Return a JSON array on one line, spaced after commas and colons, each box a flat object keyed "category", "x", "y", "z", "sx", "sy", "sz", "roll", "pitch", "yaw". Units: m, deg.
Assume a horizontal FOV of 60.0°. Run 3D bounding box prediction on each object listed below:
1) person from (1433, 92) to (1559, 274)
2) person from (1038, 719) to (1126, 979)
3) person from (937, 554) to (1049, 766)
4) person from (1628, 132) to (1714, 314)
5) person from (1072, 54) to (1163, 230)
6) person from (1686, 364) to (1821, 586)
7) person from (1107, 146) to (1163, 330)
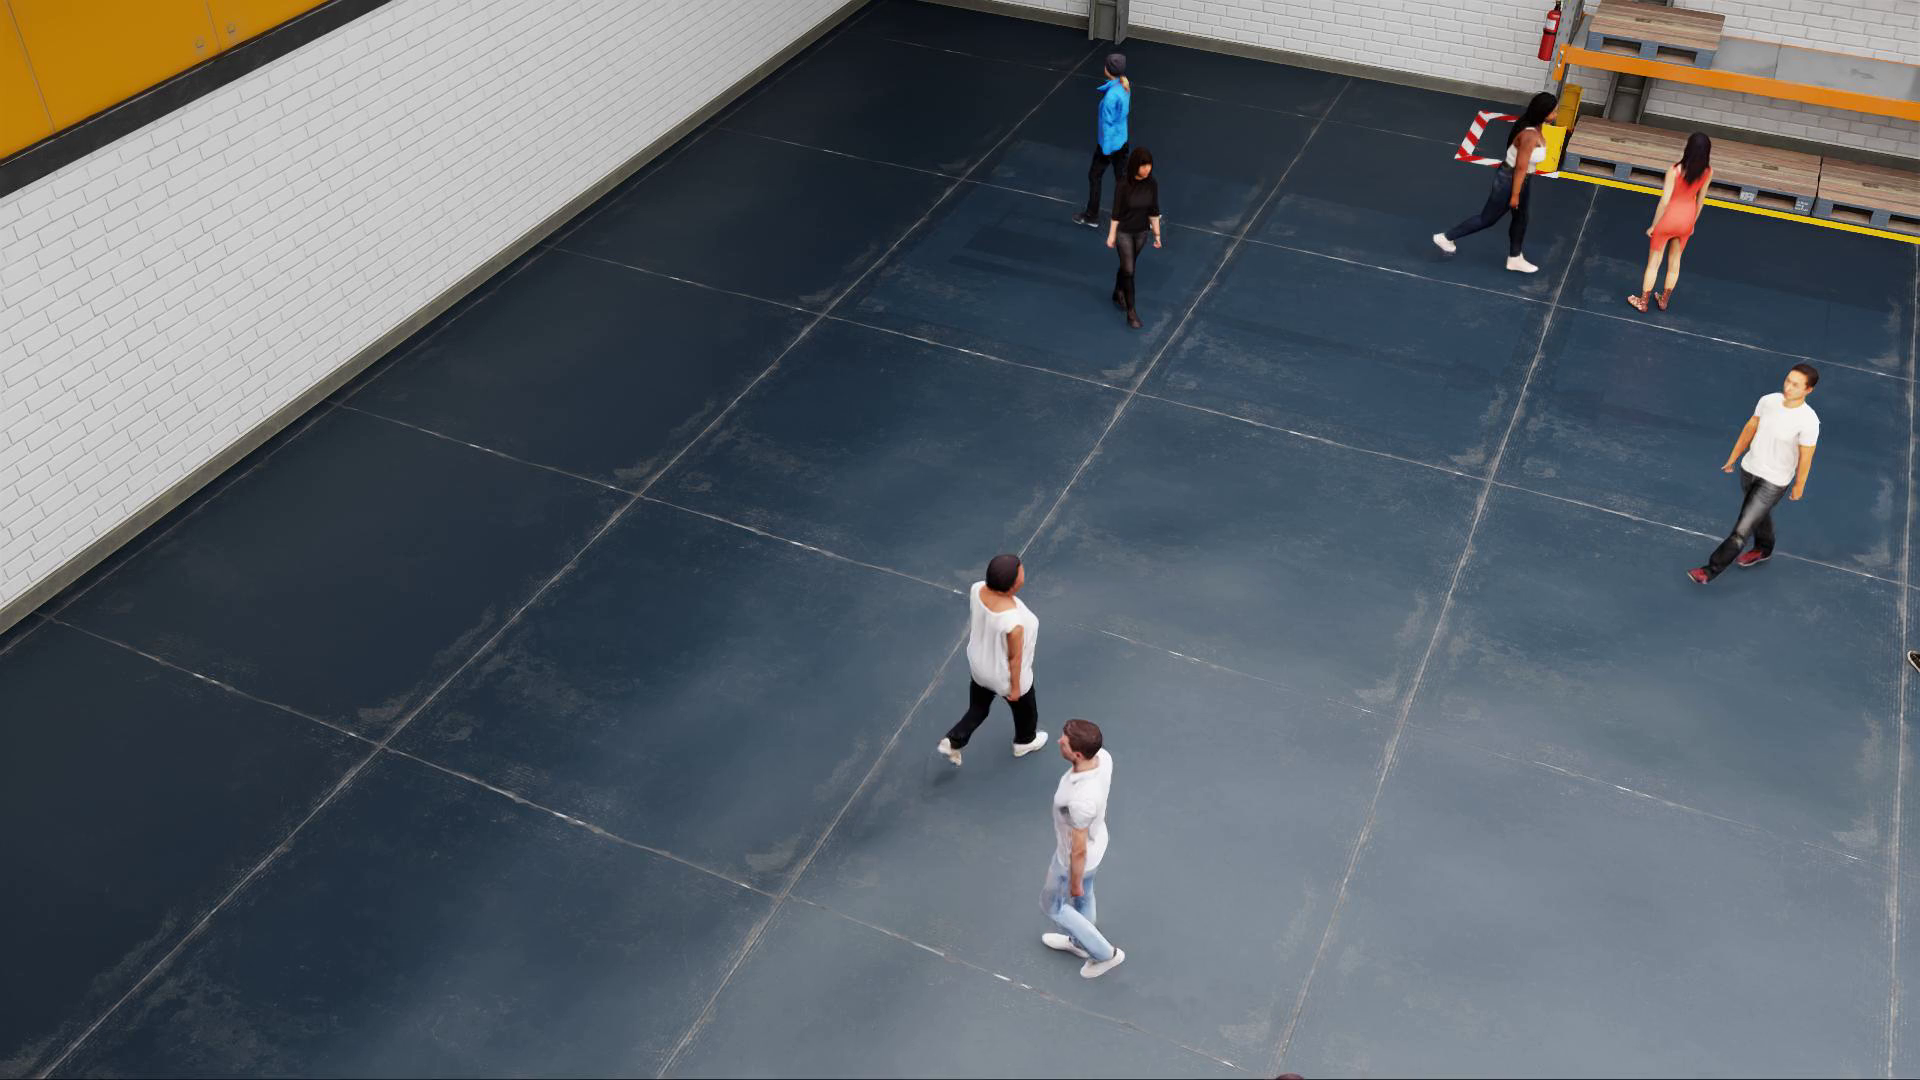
[{"category": "person", "x": 4.939, "y": -3.271, "z": 15.250, "sx": 1.205, "sy": 1.749, "sz": 0.661, "roll": 14, "pitch": 41, "yaw": 17}, {"category": "person", "x": 0.735, "y": 1.691, "z": 8.962, "sx": 0.759, "sy": 1.842, "sz": 0.676, "roll": 13, "pitch": 40, "yaw": 15}, {"category": "person", "x": 0.206, "y": 0.774, "z": 10.252, "sx": 1.016, "sy": 1.664, "sz": 1.059, "roll": -23, "pitch": 44, "yaw": -26}, {"category": "person", "x": 6.305, "y": -2.796, "z": 14.678, "sx": 0.631, "sy": 1.719, "sz": 0.729, "roll": -5, "pitch": 39, "yaw": -6}, {"category": "person", "x": 1.542, "y": -3.714, "z": 15.788, "sx": 1.154, "sy": 1.769, "sz": 0.675, "roll": 20, "pitch": 43, "yaw": 23}, {"category": "person", "x": 5.764, "y": -0.475, "z": 11.736, "sx": 1.179, "sy": 1.765, "sz": 1.142, "roll": -15, "pitch": 41, "yaw": -18}, {"category": "person", "x": 1.474, "y": -2.749, "z": 14.697, "sx": 0.933, "sy": 1.623, "sz": 1.015, "roll": -15, "pitch": 41, "yaw": -18}]
